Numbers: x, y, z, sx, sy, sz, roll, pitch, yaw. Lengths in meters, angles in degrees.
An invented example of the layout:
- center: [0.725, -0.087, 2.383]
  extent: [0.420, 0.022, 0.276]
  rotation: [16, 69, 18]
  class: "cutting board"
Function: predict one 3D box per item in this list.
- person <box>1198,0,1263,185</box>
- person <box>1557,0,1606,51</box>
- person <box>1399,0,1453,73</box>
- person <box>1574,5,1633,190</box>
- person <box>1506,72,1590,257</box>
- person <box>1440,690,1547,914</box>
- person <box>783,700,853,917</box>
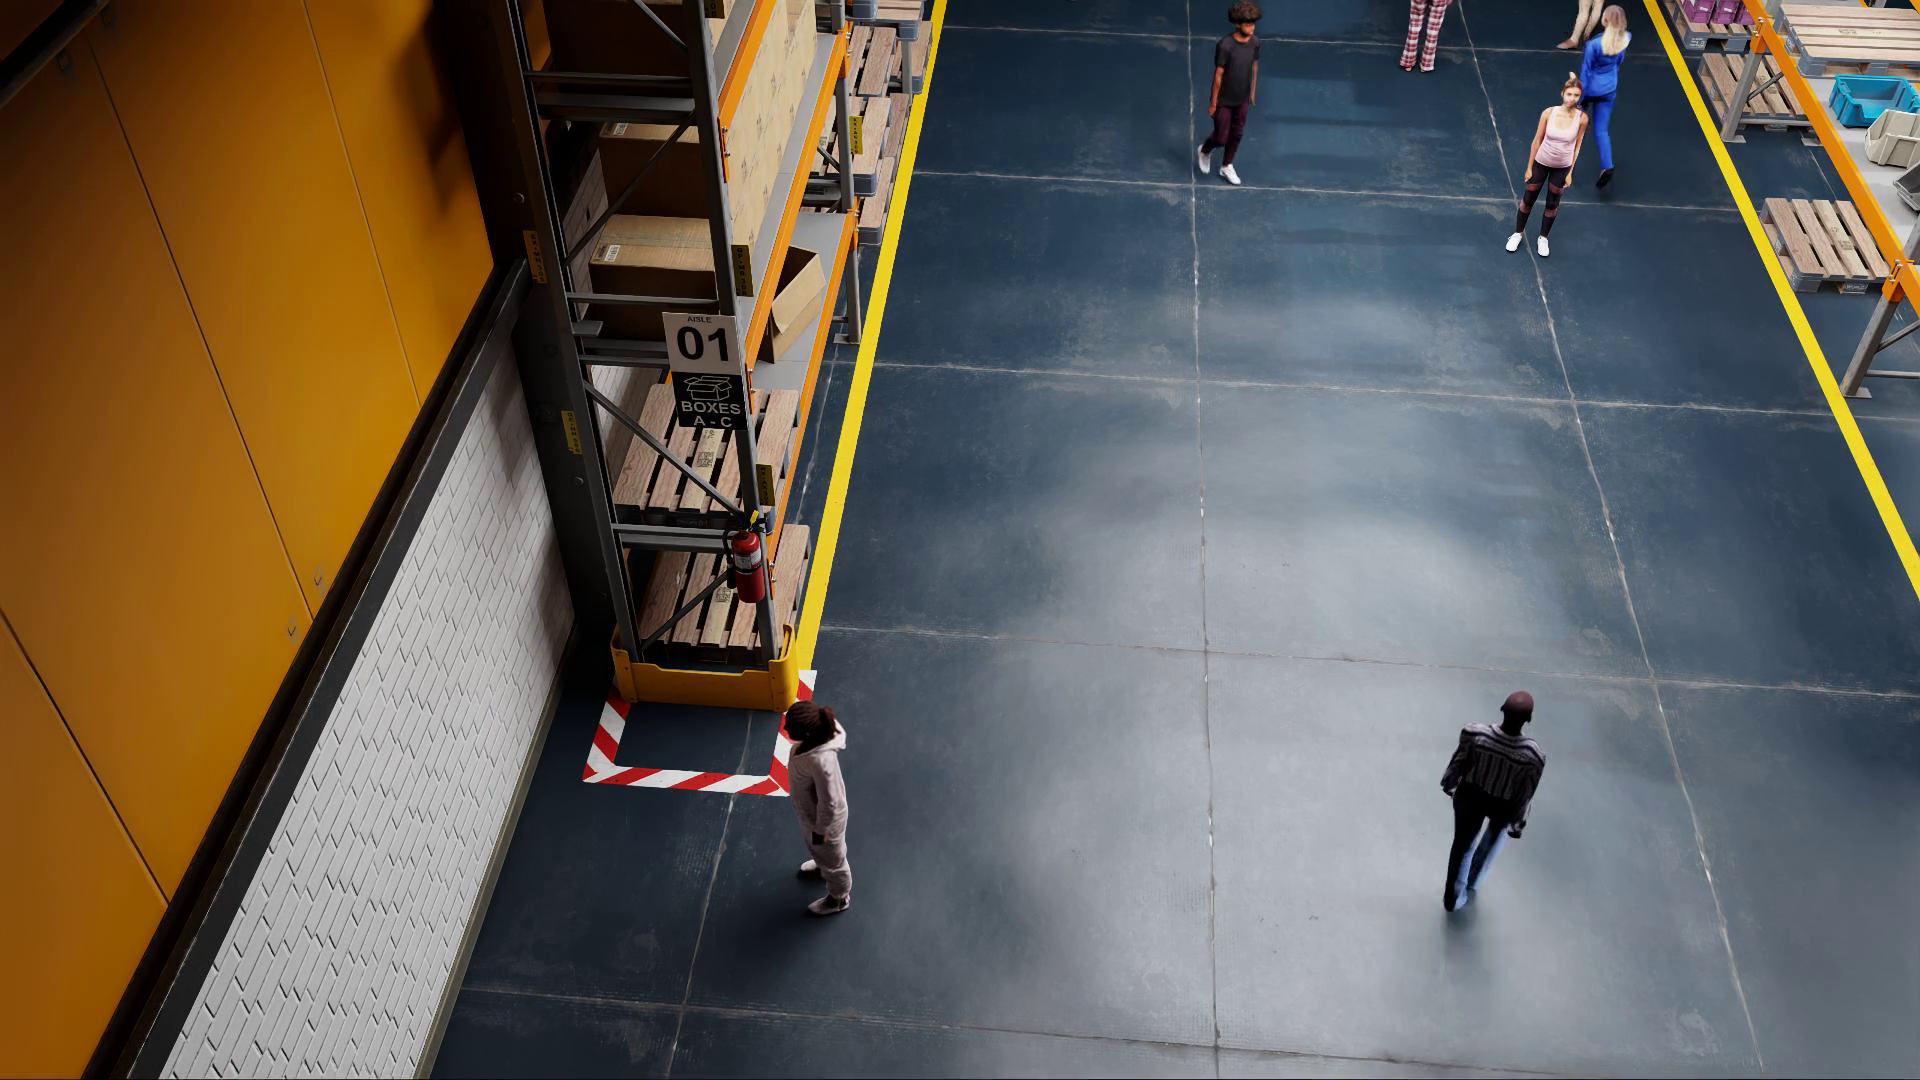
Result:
- center: [2.447, -4.126, 15.253]
  extent: [0.808, 1.768, 0.865]
  rotation: [-19, 47, -19]
  class: "person"
- center: [6.681, -5.886, 17.194]
  extent: [0.770, 1.641, 0.766]
  rotation: [-18, 47, -18]
  class: "person"
- center: [4.759, -5.551, 16.800]
  extent: [0.647, 1.699, 0.539]
  rotation: [9, 44, 9]
  class: "person"
- center: [5.871, -4.037, 15.231]
  extent: [0.873, 1.671, 1.173]
  rotation: [-9, 44, -10]
  class: "person"
- center: [5.130, -3.249, 14.435]
  extent: [0.611, 1.628, 0.620]
  rotation: [12, 45, 12]
  class: "person"
- center: [2.921, 1.546, 9.292]
  extent: [0.761, 1.780, 0.769]
  rotation: [18, 47, 18]
  class: "person"
- center: [-0.768, 1.485, 9.419]
  extent: [0.757, 1.692, 0.606]
  rotation: [-8, 44, -8]
  class: "person"
